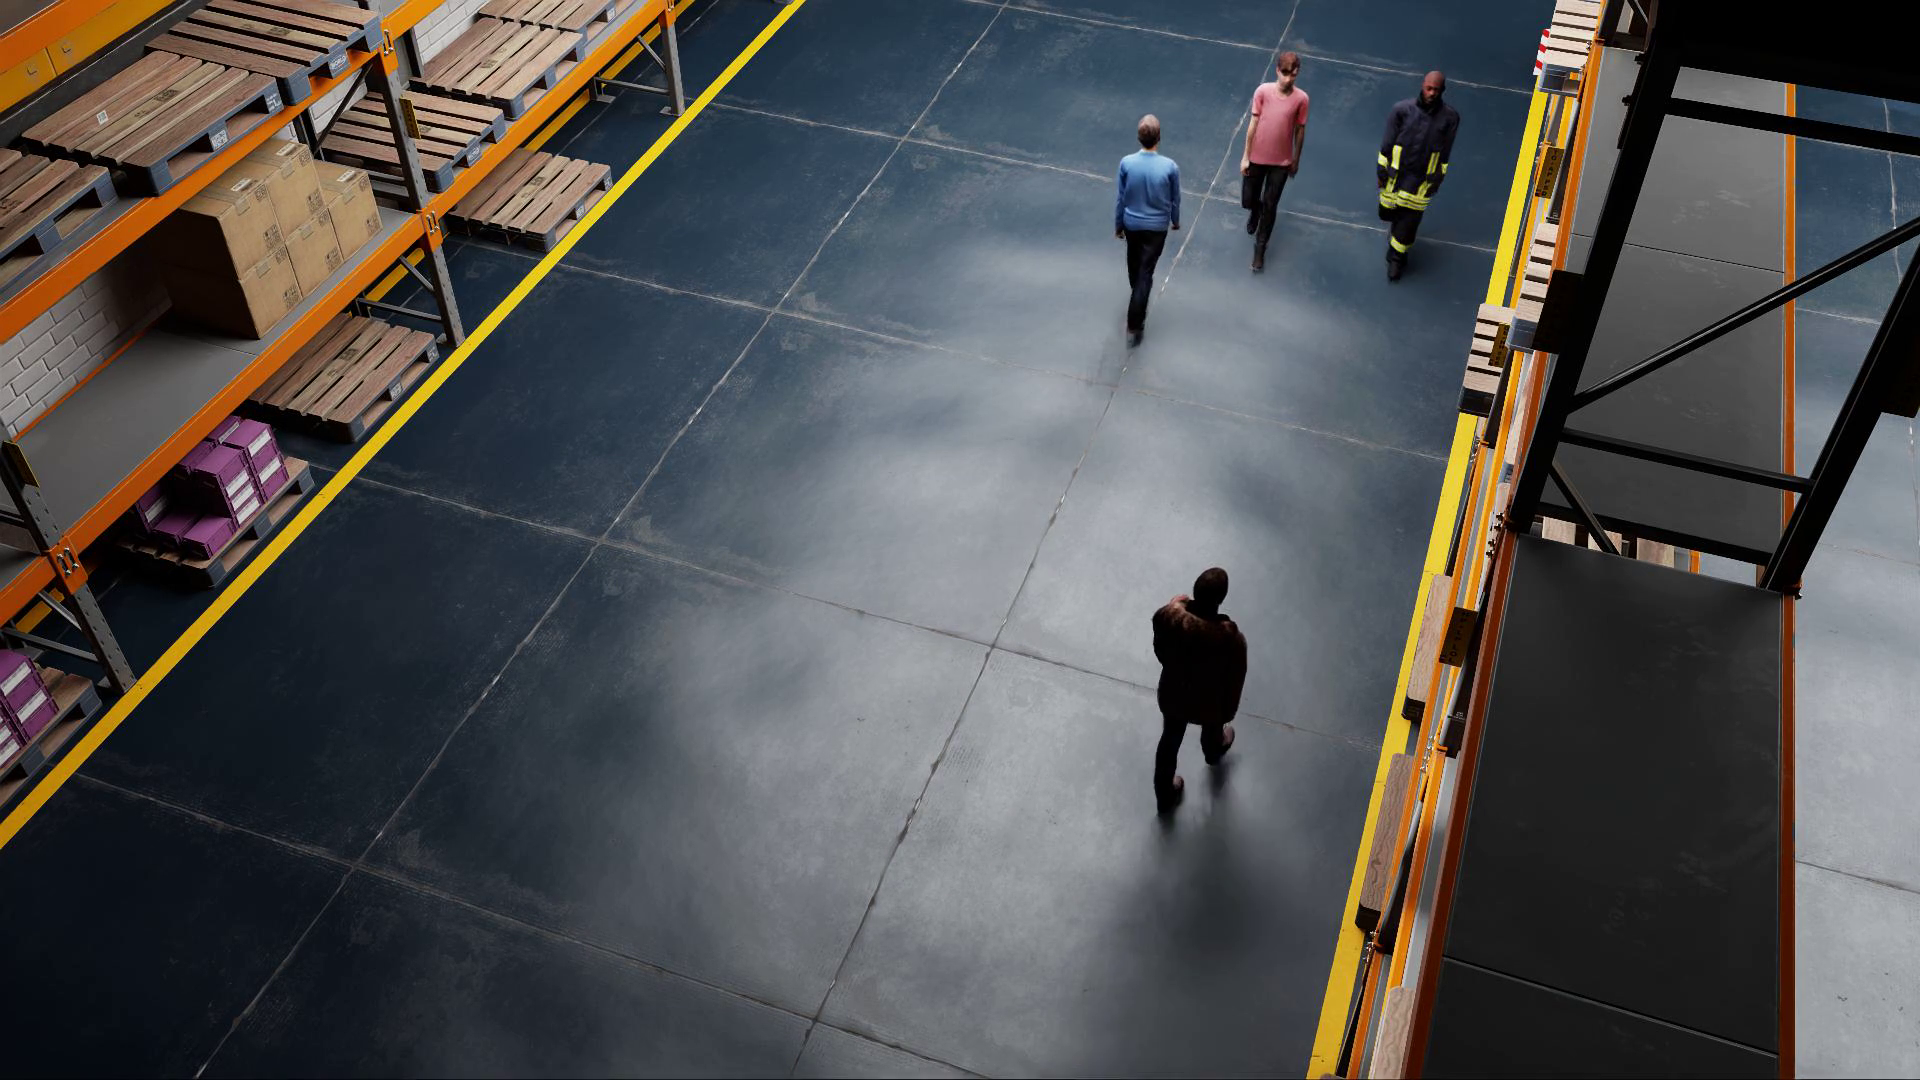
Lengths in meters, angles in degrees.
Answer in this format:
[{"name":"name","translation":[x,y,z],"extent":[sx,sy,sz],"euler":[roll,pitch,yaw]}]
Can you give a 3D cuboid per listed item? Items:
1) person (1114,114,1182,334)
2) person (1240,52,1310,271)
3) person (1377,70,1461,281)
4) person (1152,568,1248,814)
[{"name":"person","translation":[1.479,-2.500,13.343],"extent":[0.658,1.781,1.139],"euler":[15,46,15]},{"name":"person","translation":[2.616,-3.251,14.011],"extent":[0.707,1.947,0.904],"euler":[9,44,9]},{"name":"person","translation":[3.802,-3.145,14.002],"extent":[0.742,1.805,1.059],"euler":[14,45,15]},{"name":"person","translation":[1.325,0.943,9.704],"extent":[0.887,1.816,1.070],"euler":[23,48,22]}]
